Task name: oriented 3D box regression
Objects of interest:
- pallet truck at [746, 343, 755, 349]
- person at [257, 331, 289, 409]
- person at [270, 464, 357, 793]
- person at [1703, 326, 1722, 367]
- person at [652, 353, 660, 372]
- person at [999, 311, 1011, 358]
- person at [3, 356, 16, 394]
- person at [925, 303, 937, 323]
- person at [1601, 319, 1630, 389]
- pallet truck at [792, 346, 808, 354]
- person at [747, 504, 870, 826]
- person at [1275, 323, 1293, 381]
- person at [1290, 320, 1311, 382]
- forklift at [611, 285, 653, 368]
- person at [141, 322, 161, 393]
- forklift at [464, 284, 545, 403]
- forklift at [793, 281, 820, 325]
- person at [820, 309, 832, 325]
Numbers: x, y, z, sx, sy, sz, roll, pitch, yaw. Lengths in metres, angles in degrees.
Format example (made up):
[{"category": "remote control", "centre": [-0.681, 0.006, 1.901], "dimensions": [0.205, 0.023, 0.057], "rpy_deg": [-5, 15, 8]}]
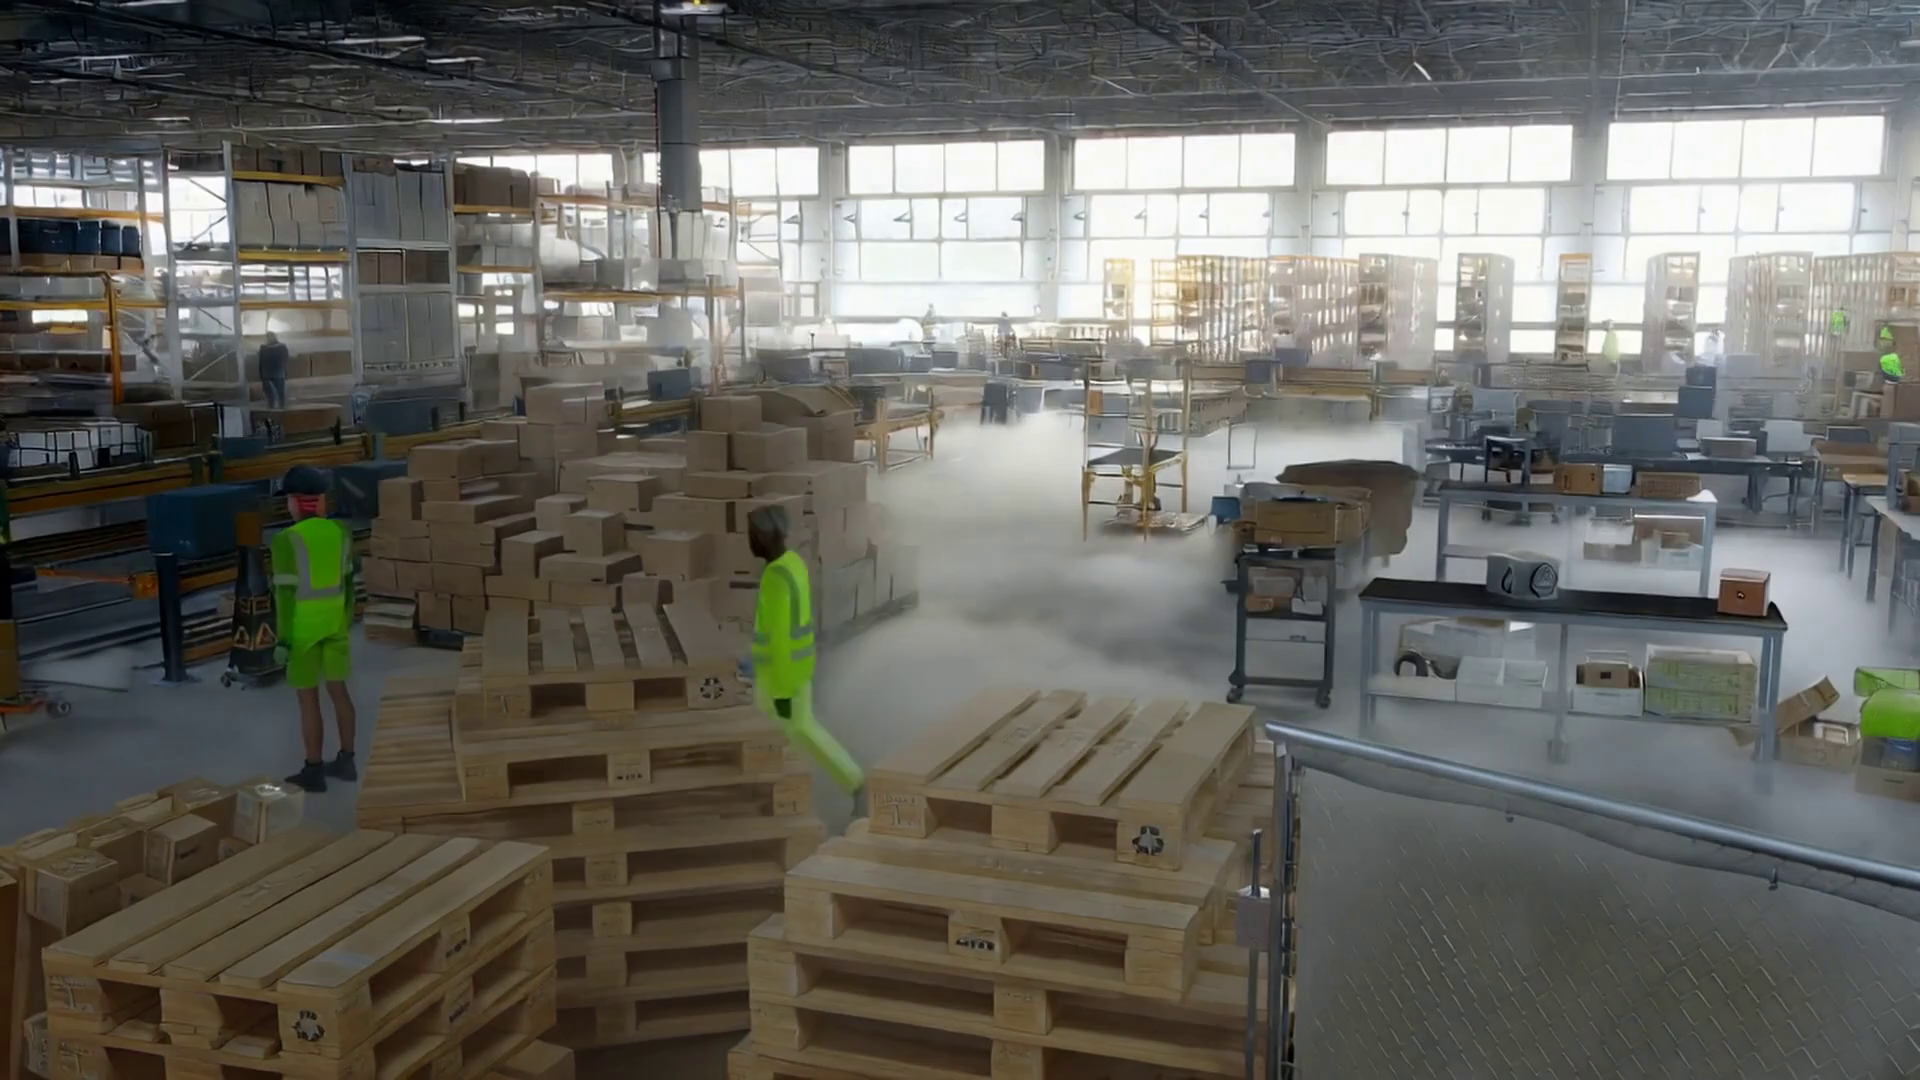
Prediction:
[{"category": "pallet truck", "centre": [-6.183, -4.618, 44.264], "dimensions": [1.601, 1.201, 0.680], "rpy_deg": [-9, 12, -43]}, {"category": "person", "centre": [-14.054, -3.322, 33.996], "dimensions": [0.653, 1.906, 0.405], "rpy_deg": [1, 9, 3]}, {"category": "person", "centre": [-3.814, 0.516, 9.796], "dimensions": [0.354, 1.939, 0.545], "rpy_deg": [5, 10, 28]}, {"category": "person", "centre": [18.450, -4.384, 41.010], "dimensions": [0.834, 1.803, 0.595], "rpy_deg": [4, 10, 25]}, {"category": "person", "centre": [-7.387, -4.326, 41.083], "dimensions": [0.880, 1.647, 0.540], "rpy_deg": [2, 9, 11]}, {"category": "person", "centre": [1.652, -7.532, 60.979], "dimensions": [0.485, 1.735, 0.343], "rpy_deg": [-4, 10, -25]}, {"category": "person", "centre": [-21.327, -3.708, 37.269], "dimensions": [0.514, 1.622, 0.418], "rpy_deg": [5, 10, 30]}, {"category": "person", "centre": [-1.125, -8.400, 65.780], "dimensions": [0.551, 1.936, 0.357], "rpy_deg": [-6, 11, -32]}, {"category": "person", "centre": [16.134, -4.482, 41.096], "dimensions": [0.809, 1.968, 0.616], "rpy_deg": [5, 10, 29]}, {"category": "pallet truck", "centre": [-3.705, -4.298, 42.022], "dimensions": [0.653, 1.274, 1.630], "rpy_deg": [3, 10, 20]}, {"category": "person", "centre": [-0.879, 0.704, 8.927], "dimensions": [0.874, 1.840, 0.607], "rpy_deg": [2, 9, 12]}, {"category": "person", "centre": [8.395, -4.722, 43.075], "dimensions": [0.609, 1.808, 0.487], "rpy_deg": [-5, 10, -27]}, {"category": "person", "centre": [8.882, -4.834, 43.611], "dimensions": [0.814, 1.874, 0.666], "rpy_deg": [8, 12, 41]}, {"category": "forklift", "centre": [-9.712, -6.139, 48.633], "dimensions": [1.129, 2.768, 1.873], "rpy_deg": [3, 10, 20]}, {"category": "person", "centre": [-20.951, -4.726, 43.071], "dimensions": [0.562, 1.830, 0.449], "rpy_deg": [4, 10, 22]}, {"category": "forklift", "centre": [-10.832, -4.702, 39.610], "dimensions": [1.129, 2.768, 1.873], "rpy_deg": [3, 10, 20]}, {"category": "forklift", "centre": [-5.662, -8.195, 61.544], "dimensions": [1.129, 2.768, 1.873], "rpy_deg": [3, 10, 20]}, {"category": "person", "centre": [-4.291, -6.424, 53.341], "dimensions": [0.405, 1.948, 0.605], "rpy_deg": [2, 9, 15]}]
